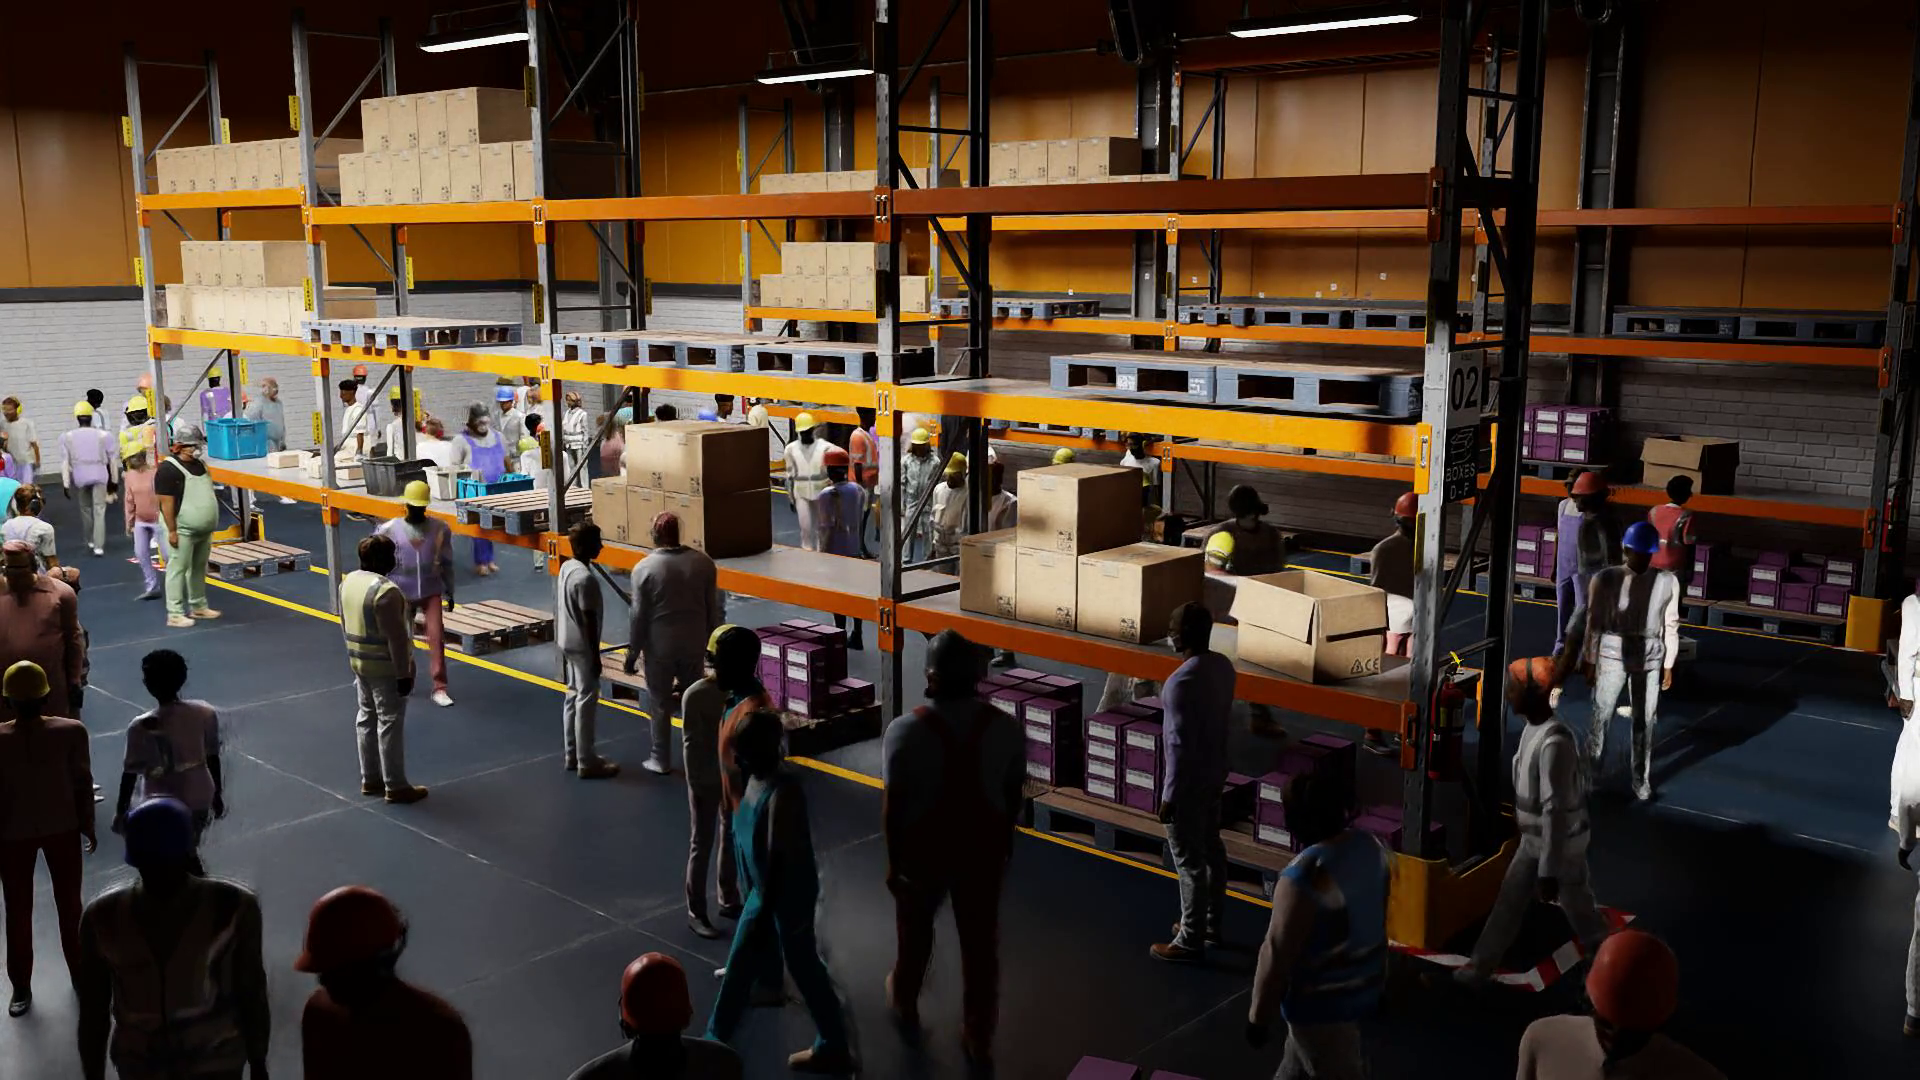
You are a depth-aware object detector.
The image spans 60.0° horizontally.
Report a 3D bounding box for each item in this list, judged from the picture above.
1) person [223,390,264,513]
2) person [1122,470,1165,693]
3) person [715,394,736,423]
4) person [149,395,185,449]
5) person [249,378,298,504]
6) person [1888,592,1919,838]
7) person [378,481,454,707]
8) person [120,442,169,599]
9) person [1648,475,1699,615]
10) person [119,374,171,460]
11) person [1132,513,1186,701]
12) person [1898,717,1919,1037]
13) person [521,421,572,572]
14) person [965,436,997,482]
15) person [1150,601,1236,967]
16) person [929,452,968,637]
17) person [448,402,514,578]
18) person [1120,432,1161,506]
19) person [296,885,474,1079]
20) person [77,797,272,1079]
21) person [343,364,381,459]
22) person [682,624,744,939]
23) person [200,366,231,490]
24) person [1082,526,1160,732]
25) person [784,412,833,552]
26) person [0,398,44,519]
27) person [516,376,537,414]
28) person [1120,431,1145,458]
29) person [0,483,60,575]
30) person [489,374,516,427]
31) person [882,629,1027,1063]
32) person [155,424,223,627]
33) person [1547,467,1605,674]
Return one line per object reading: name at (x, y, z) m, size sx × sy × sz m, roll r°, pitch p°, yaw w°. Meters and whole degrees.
person at (-10.184, -1.255, 23.597) m, size 0.564 × 1.751 × 0.330 m, roll 7°, pitch 12°, yaw 34°
person at (1.516, 0.345, 14.080) m, size 0.372 × 1.922 × 0.585 m, roll 6°, pitch 12°, yaw 30°
person at (-3.043, -0.952, 21.332) m, size 0.381 × 1.956 × 0.602 m, roll 2°, pitch 10°, yaw 9°
person at (-10.604, -1.032, 22.217) m, size 0.538 × 1.798 × 0.746 m, roll -7°, pitch 12°, yaw -36°
person at (-10.239, -1.461, 24.479) m, size 0.973 × 1.867 × 0.654 m, roll 2°, pitch 10°, yaw 13°
person at (6.269, 0.966, 10.665) m, size 0.573 × 1.887 × 0.355 m, roll -3°, pitch 10°, yaw -14°
person at (-4.483, 0.433, 13.733) m, size 0.610 × 1.888 × 0.662 m, roll -5°, pitch 11°, yaw -24°
person at (-8.576, -0.180, 17.635) m, size 0.602 × 1.726 × 0.337 m, roll 2°, pitch 10°, yaw 11°
person at (6.564, 0.239, 15.369) m, size 0.320 × 1.684 × 0.543 m, roll -5°, pitch 11°, yaw -27°
person at (-11.290, -1.286, 23.077) m, size 0.698 × 2.003 × 0.709 m, roll -4°, pitch 11°, yaw -21°
person at (1.503, 0.704, 12.319) m, size 0.429 × 1.831 × 0.640 m, roll -10°, pitch 14°, yaw -44°
person at (4.745, 1.466, 7.840) m, size 0.584 × 1.883 × 0.339 m, roll 10°, pitch 14°, yaw 44°
person at (-4.801, -0.504, 19.350) m, size 0.572 × 1.750 × 0.329 m, roll -1°, pitch 10°, yaw -6°
person at (0.244, -0.417, 18.598) m, size 0.396 × 1.847 × 0.565 m, roll -5°, pitch 11°, yaw -24°
person at (1.231, 1.275, 8.772) m, size 0.355 × 1.936 × 0.636 m, roll 6°, pitch 12°, yaw 31°
person at (-0.050, 0.060, 15.940) m, size 0.589 × 1.832 × 0.404 m, roll 6°, pitch 12°, yaw 29°
person at (-5.421, -0.599, 19.079) m, size 0.683 × 2.000 × 0.697 m, roll 8°, pitch 13°, yaw 38°
person at (1.910, -0.261, 17.702) m, size 0.530 × 1.855 × 0.336 m, roll 7°, pitch 12°, yaw 36°
person at (-1.674, 1.943, 4.898) m, size 0.614 × 1.979 × 0.449 m, roll 4°, pitch 11°, yaw 24°
person at (-2.748, 1.794, 5.881) m, size 0.623 × 1.923 × 0.768 m, roll -2°, pitch 10°, yaw -11°
person at (-9.384, -1.798, 26.152) m, size 0.551 × 1.935 × 0.373 m, roll -1°, pitch 10°, yaw -6°
person at (-1.286, 1.311, 9.113) m, size 0.375 × 1.752 × 0.522 m, roll 9°, pitch 14°, yaw 42°
person at (-11.523, -1.735, 25.859) m, size 0.401 × 1.918 × 0.588 m, roll 6°, pitch 12°, yaw 32°
person at (1.299, 0.641, 13.028) m, size 0.864 × 1.703 × 0.568 m, roll -2°, pitch 10°, yaw -11°
person at (-1.715, -0.546, 19.213) m, size 0.602 × 1.897 × 0.763 m, roll -1°, pitch 10°, yaw -3°
person at (-12.297, -0.961, 21.777) m, size 0.516 × 1.820 × 0.685 m, roll 2°, pitch 10°, yaw 11°
person at (-6.757, -1.746, 26.045) m, size 0.354 × 1.877 × 0.574 m, roll -10°, pitch 14°, yaw -44°
person at (1.936, -0.445, 18.694) m, size 0.309 × 1.868 × 0.534 m, roll 2°, pitch 10°, yaw 9°
person at (-7.630, 0.441, 13.758) m, size 0.507 × 1.844 × 0.346 m, roll 2°, pitch 10°, yaw 12°
person at (-7.648, -2.016, 28.055) m, size 0.588 × 1.711 × 0.403 m, roll -1°, pitch 10°, yaw -6°
person at (-0.069, 1.374, 7.922) m, size 0.702 × 2.000 × 0.920 m, roll -3°, pitch 10°, yaw -14°
person at (-7.677, -0.167, 16.635) m, size 0.535 × 2.000 × 0.699 m, roll 2°, pitch 10°, yaw 12°
person at (5.457, 0.263, 14.760) m, size 0.332 × 1.843 × 0.518 m, roll -5°, pitch 11°, yaw -27°
